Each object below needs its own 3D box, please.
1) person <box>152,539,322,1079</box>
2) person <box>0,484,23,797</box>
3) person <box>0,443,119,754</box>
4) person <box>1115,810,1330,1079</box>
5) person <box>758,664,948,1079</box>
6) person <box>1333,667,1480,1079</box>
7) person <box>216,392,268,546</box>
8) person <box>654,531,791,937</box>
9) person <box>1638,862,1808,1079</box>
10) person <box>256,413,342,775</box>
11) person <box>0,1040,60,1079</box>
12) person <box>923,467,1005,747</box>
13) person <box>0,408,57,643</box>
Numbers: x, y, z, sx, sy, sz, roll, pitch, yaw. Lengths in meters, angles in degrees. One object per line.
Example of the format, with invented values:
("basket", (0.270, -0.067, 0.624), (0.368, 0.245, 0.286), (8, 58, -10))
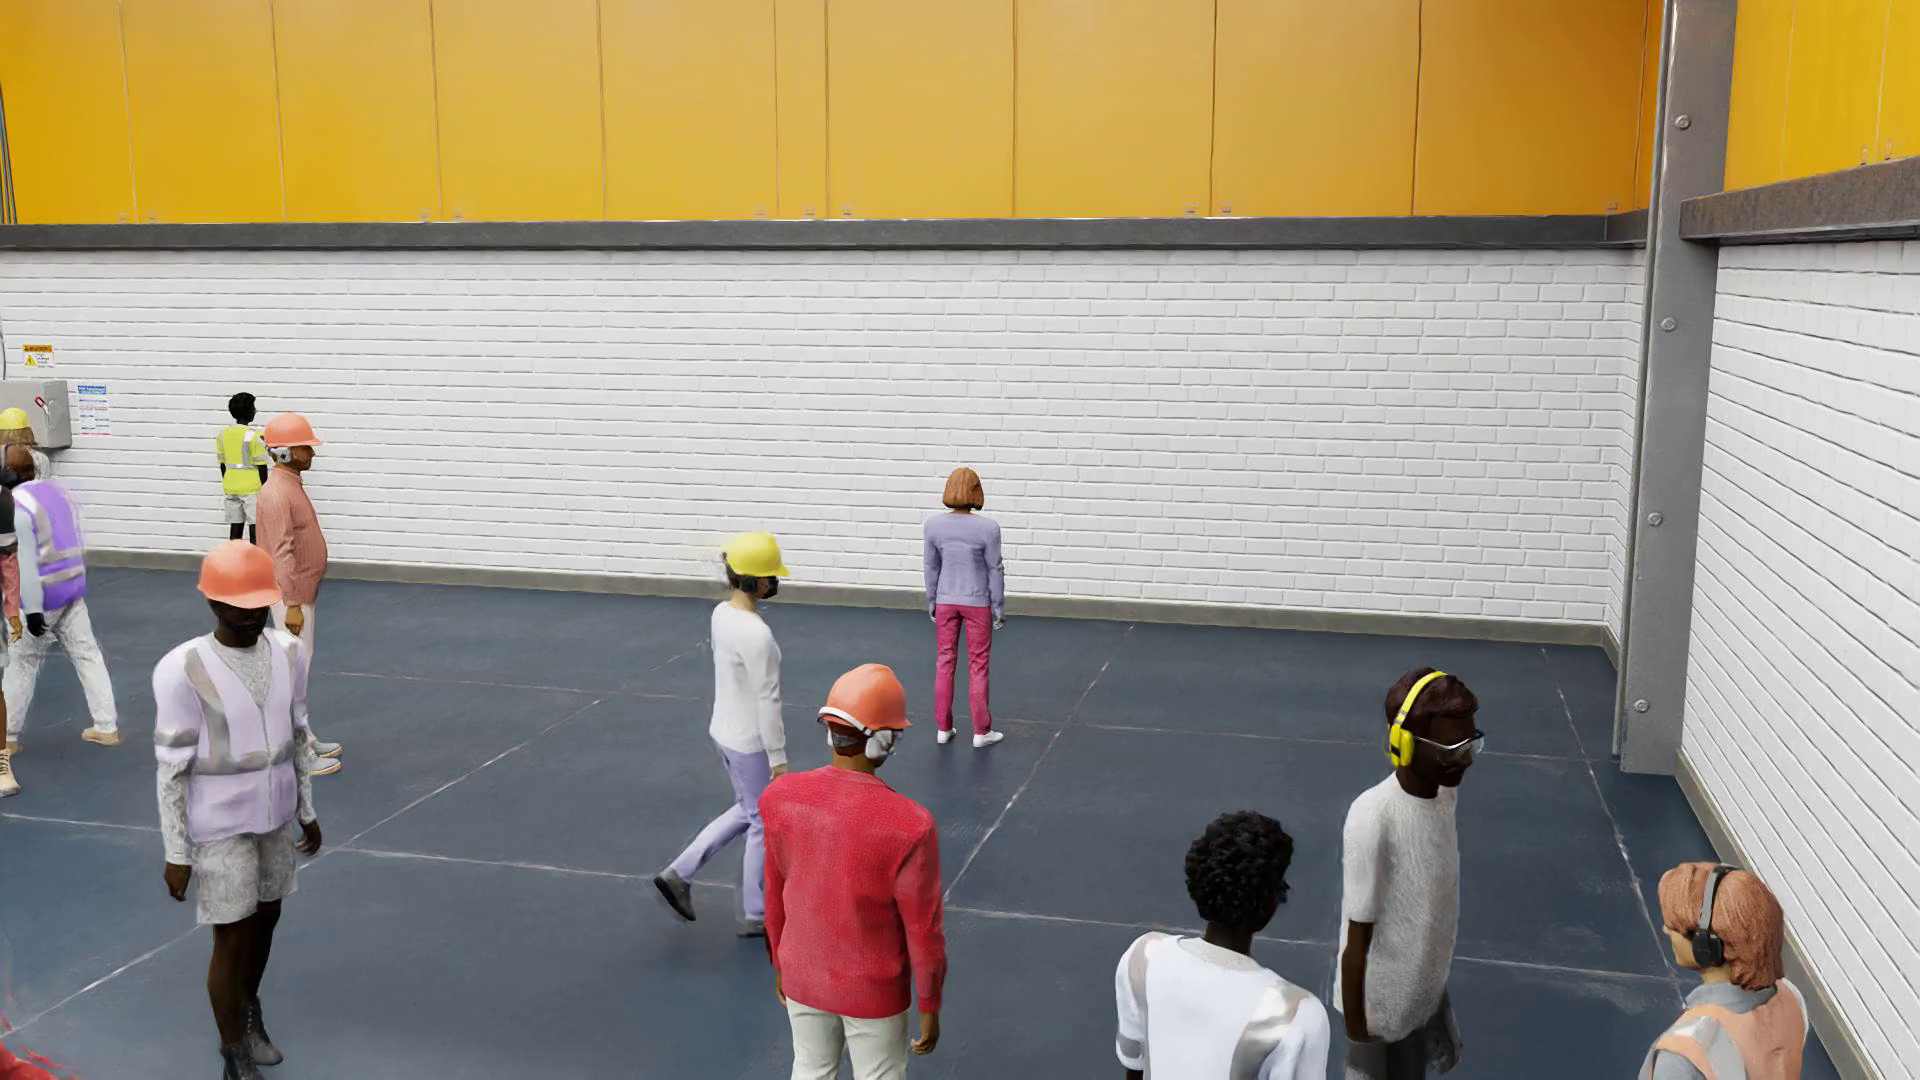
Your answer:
("person", (-2.438, 0.934, 5.652), (0.459, 1.939, 0.558), (5, 11, 29))
("person", (-5.224, 0.354, 8.670), (0.608, 2.048, 0.365), (-6, 11, -30))
("person", (-5.306, 0.340, 9.550), (0.801, 1.790, 0.651), (0, 10, 0))
("person", (0.550, 1.403, 3.551), (0.319, 1.691, 0.540), (-9, 13, -43))
("person", (-0.281, 1.198, 4.617), (0.576, 1.737, 0.354), (5, 11, 28))
("person", (1.078, 1.220, 4.245), (0.692, 1.856, 0.597), (7, 12, 37))
("person", (-6.106, -0.416, 14.229), (0.536, 1.696, 0.322), (5, 11, 25))
("person", (-0.926, 0.821, 6.820), (0.523, 1.744, 0.532), (-5, 11, -25))
("person", (1.542, 1.454, 3.412), (0.533, 1.634, 0.313), (-8, 13, -40))
("person", (-3.662, 0.293, 9.182), (0.381, 1.994, 0.619), (-3, 10, -17))
("person", (-2.846, 1.205, 4.660), (0.534, 1.708, 0.953), (9, 13, 41))
("person", (0.029, 0.389, 9.673), (0.500, 1.636, 0.285), (4, 10, 23))
("person", (-6.884, -0.102, 12.246), (0.483, 1.745, 0.299), (-1, 10, -6))
